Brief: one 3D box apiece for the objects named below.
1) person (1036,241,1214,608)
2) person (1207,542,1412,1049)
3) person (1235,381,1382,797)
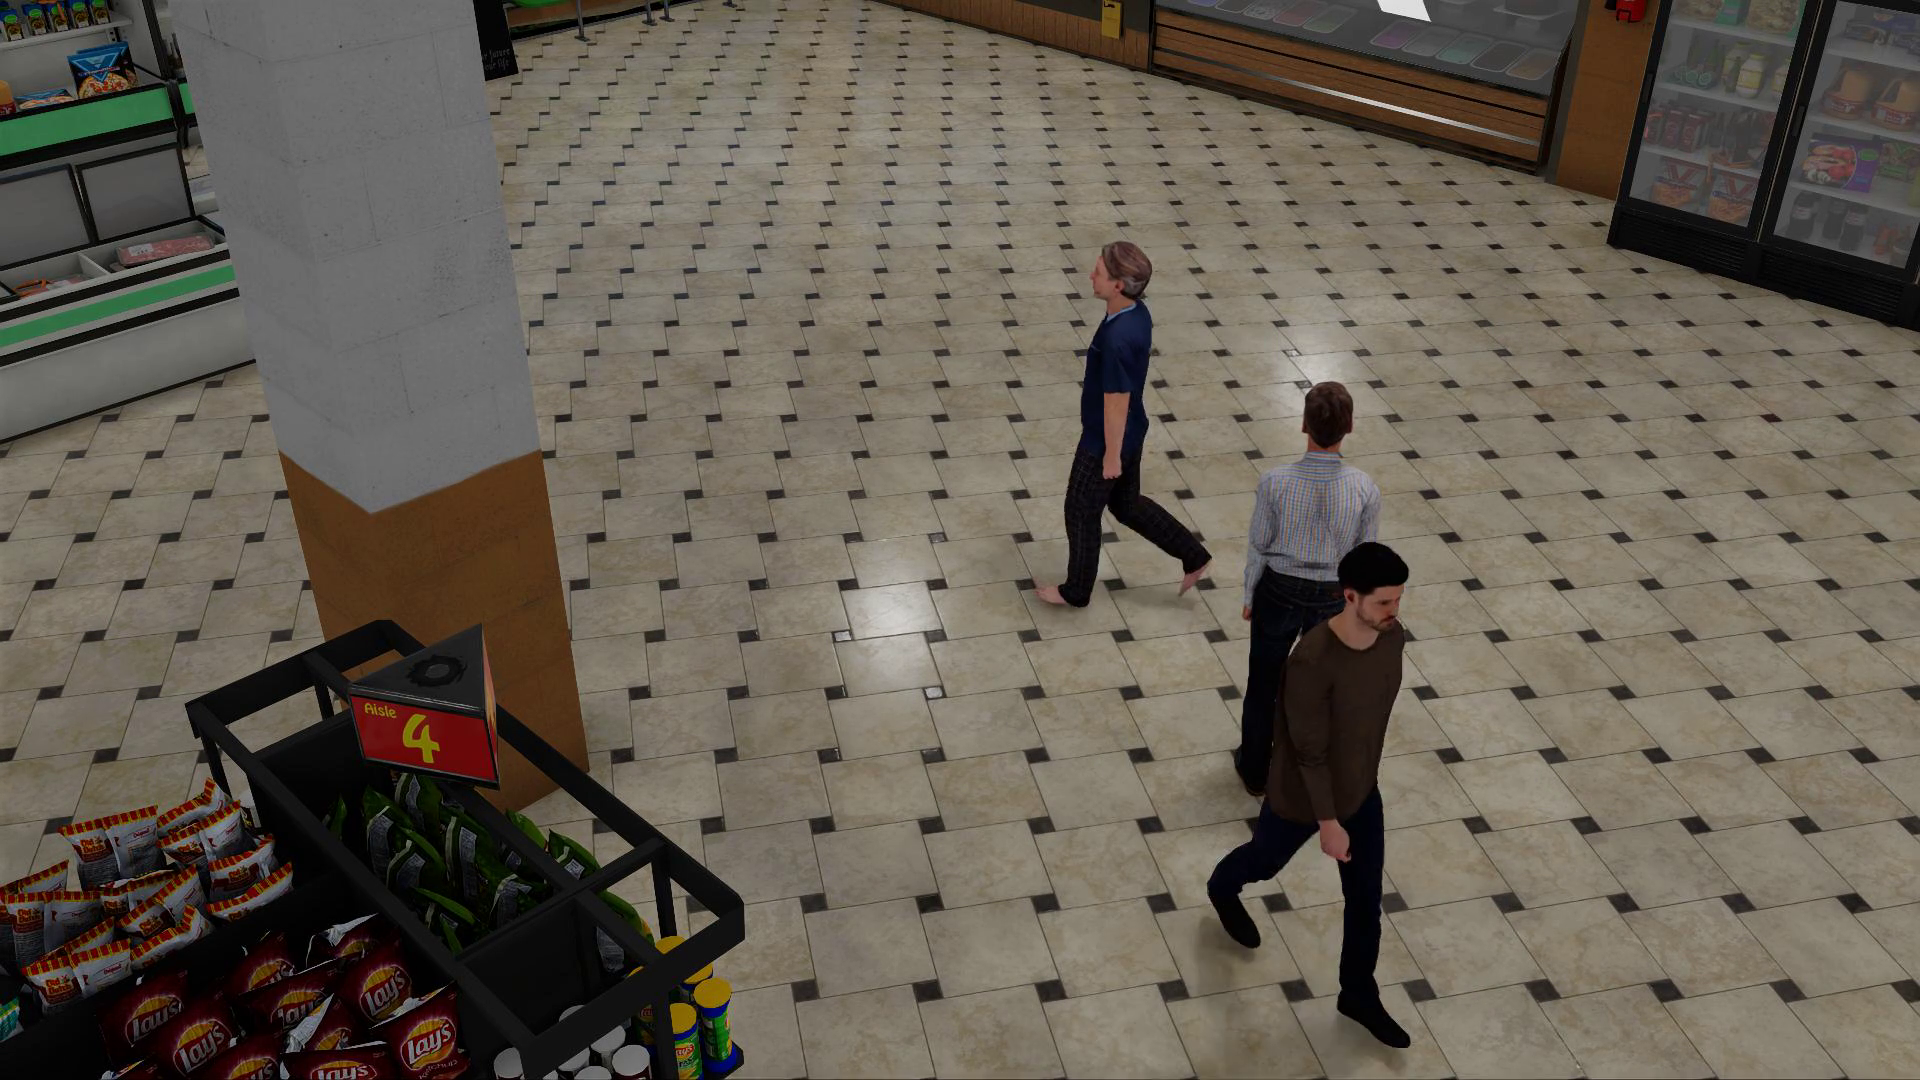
[{"bbox_3d":[0.791,-0.459,7.575,1.061,1.851,1.112,8,33,12],"label":"person"},{"bbox_3d":[1.139,0.788,5.578,1.158,1.843,0.914,-18,36,-27],"label":"person"},{"bbox_3d":[1.347,0.230,6.499,0.733,1.816,0.761,5,32,8],"label":"person"}]
